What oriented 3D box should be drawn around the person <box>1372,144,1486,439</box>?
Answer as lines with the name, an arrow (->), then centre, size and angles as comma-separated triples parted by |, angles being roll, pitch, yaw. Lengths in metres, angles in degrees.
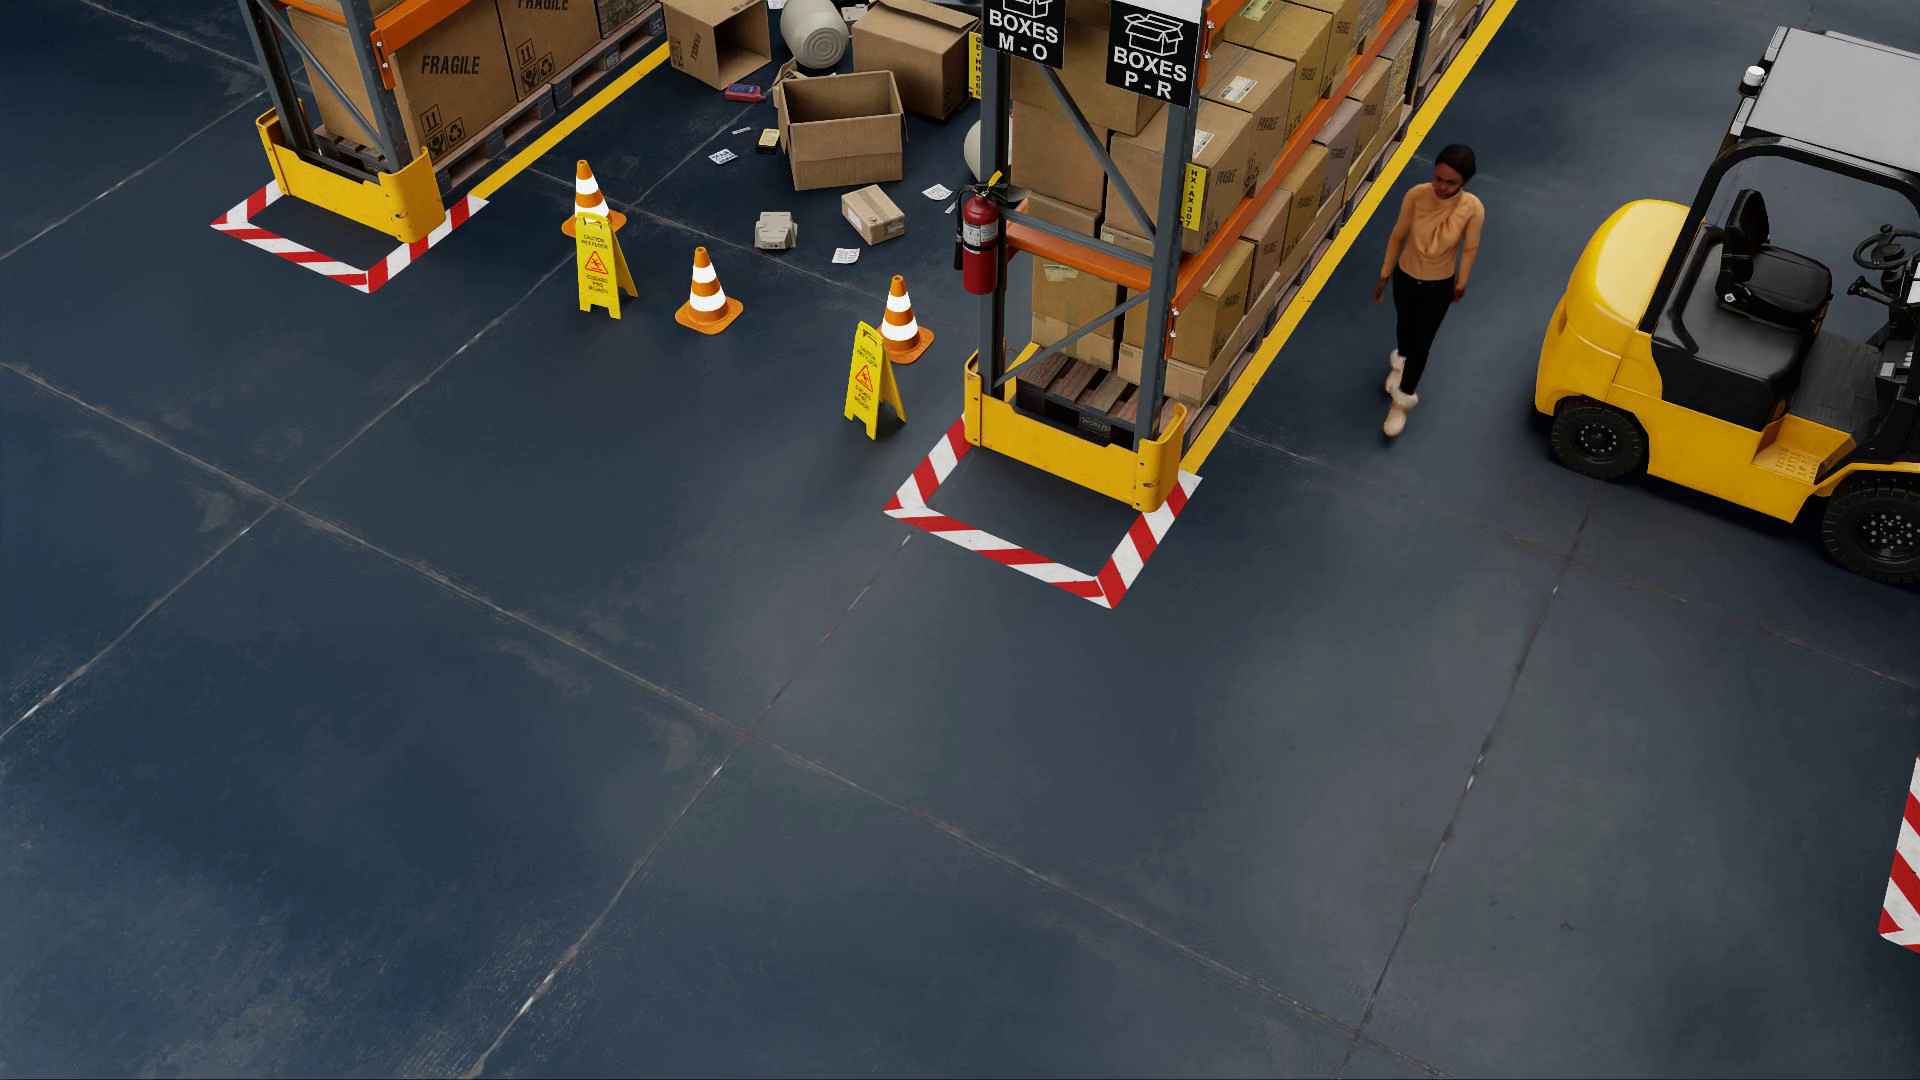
person -> 2.473, -1.415, 8.765 | 0.586, 1.636, 0.862 | 26, 52, 22
